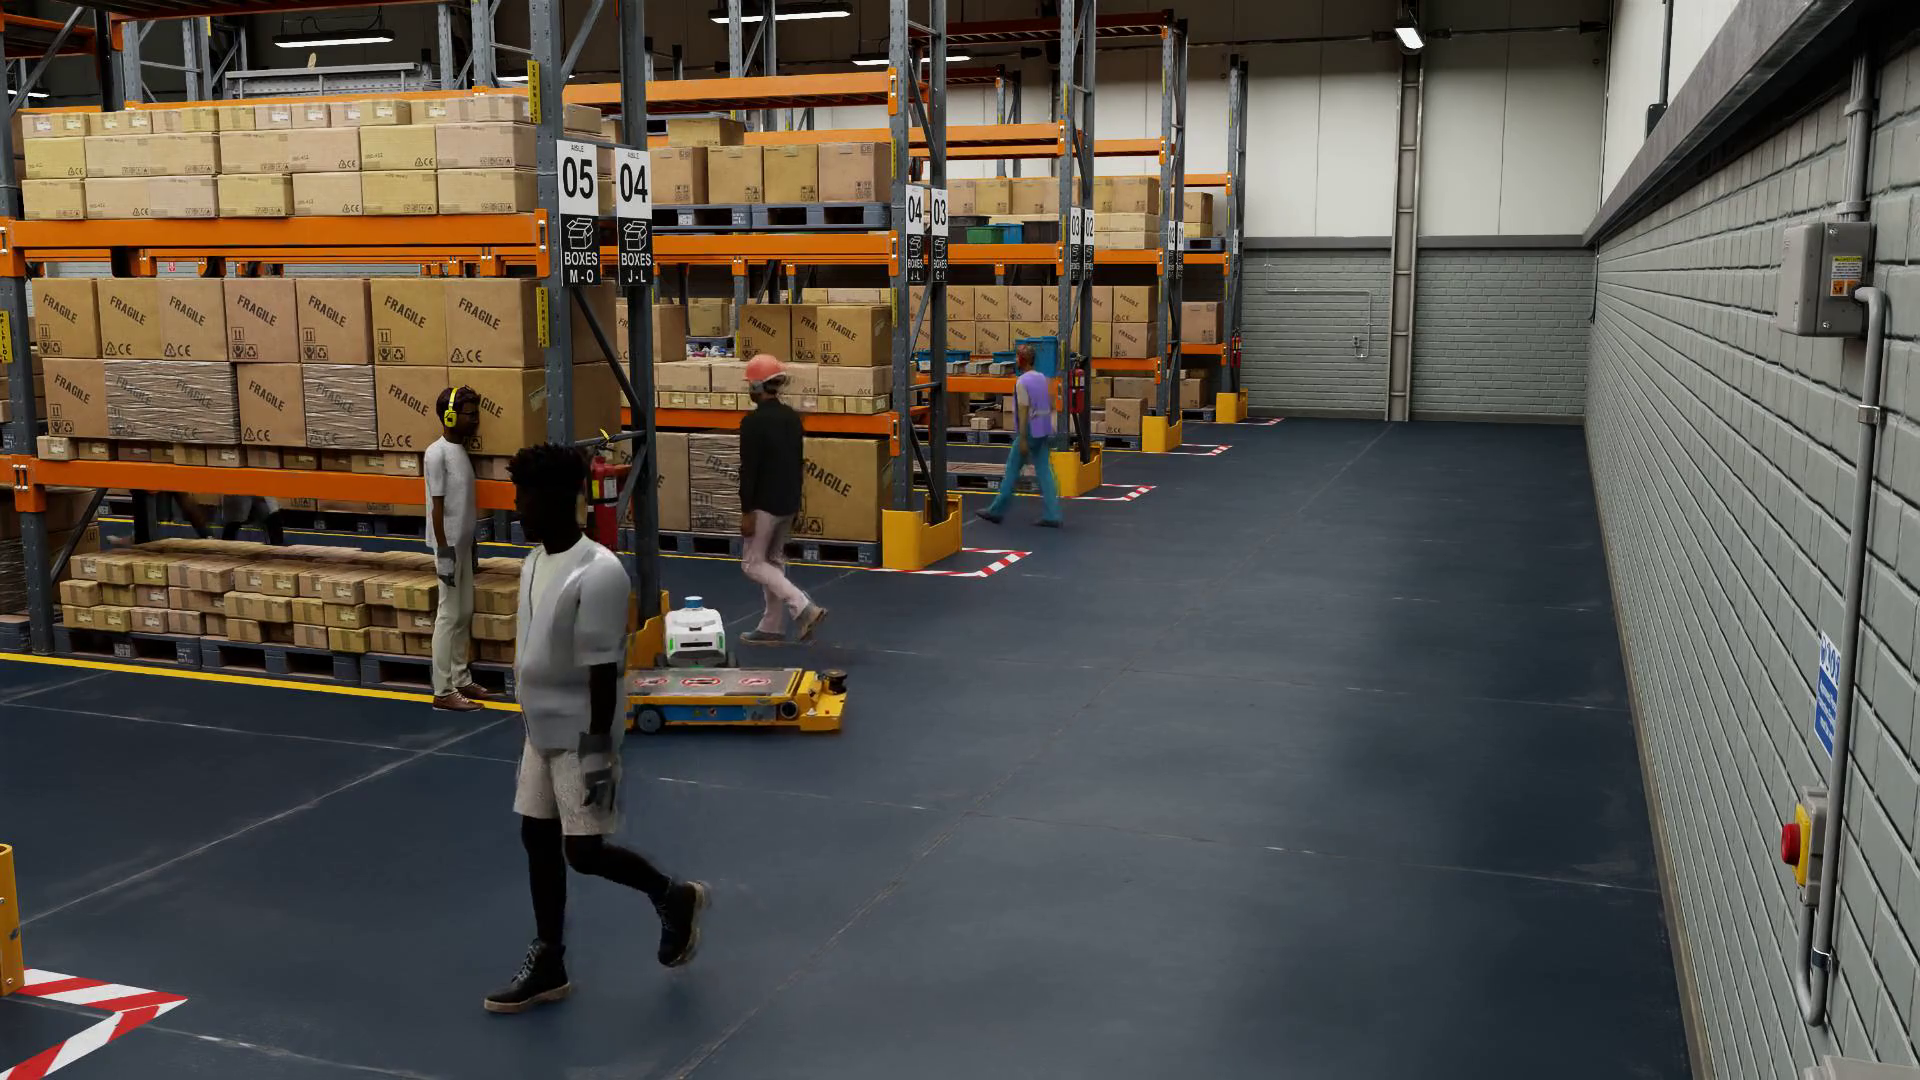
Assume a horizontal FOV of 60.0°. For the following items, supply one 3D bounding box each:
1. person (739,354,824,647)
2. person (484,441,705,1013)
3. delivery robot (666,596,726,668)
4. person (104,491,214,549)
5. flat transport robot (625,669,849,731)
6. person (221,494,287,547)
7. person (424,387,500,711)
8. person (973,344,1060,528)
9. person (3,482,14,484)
[{"bbox_3d":[-1.187,-0.238,10.998,0.628,1.976,0.641,5,10,27],"label":"person"},{"bbox_3d":[-1.285,0.627,5.681,0.702,1.949,0.628,-8,12,-41],"label":"person"},{"bbox_3d":[-1.597,0.583,10.010,0.477,0.478,0.707,-2,9,-10],"label":"delivery robot"},{"bbox_3d":[-6.970,-0.785,14.413,1.089,1.972,0.621,0,9,2],"label":"person"},{"bbox_3d":[-1.362,0.884,9.312,1.431,0.197,0.652,0,9,1],"label":"flat transport robot"},{"bbox_3d":[-5.507,-0.422,13.118,0.827,1.656,0.554,0,9,2],"label":"person"},{"bbox_3d":[-2.885,0.054,9.558,0.333,1.860,0.510,0,9,3],"label":"person"},{"bbox_3d":[0.591,-1.025,16.454,0.952,1.800,0.580,5,11,30],"label":"person"},{"bbox_3d":[-8.790,-0.838,15.340,0.931,1.804,0.620,1,9,4],"label":"person"}]
